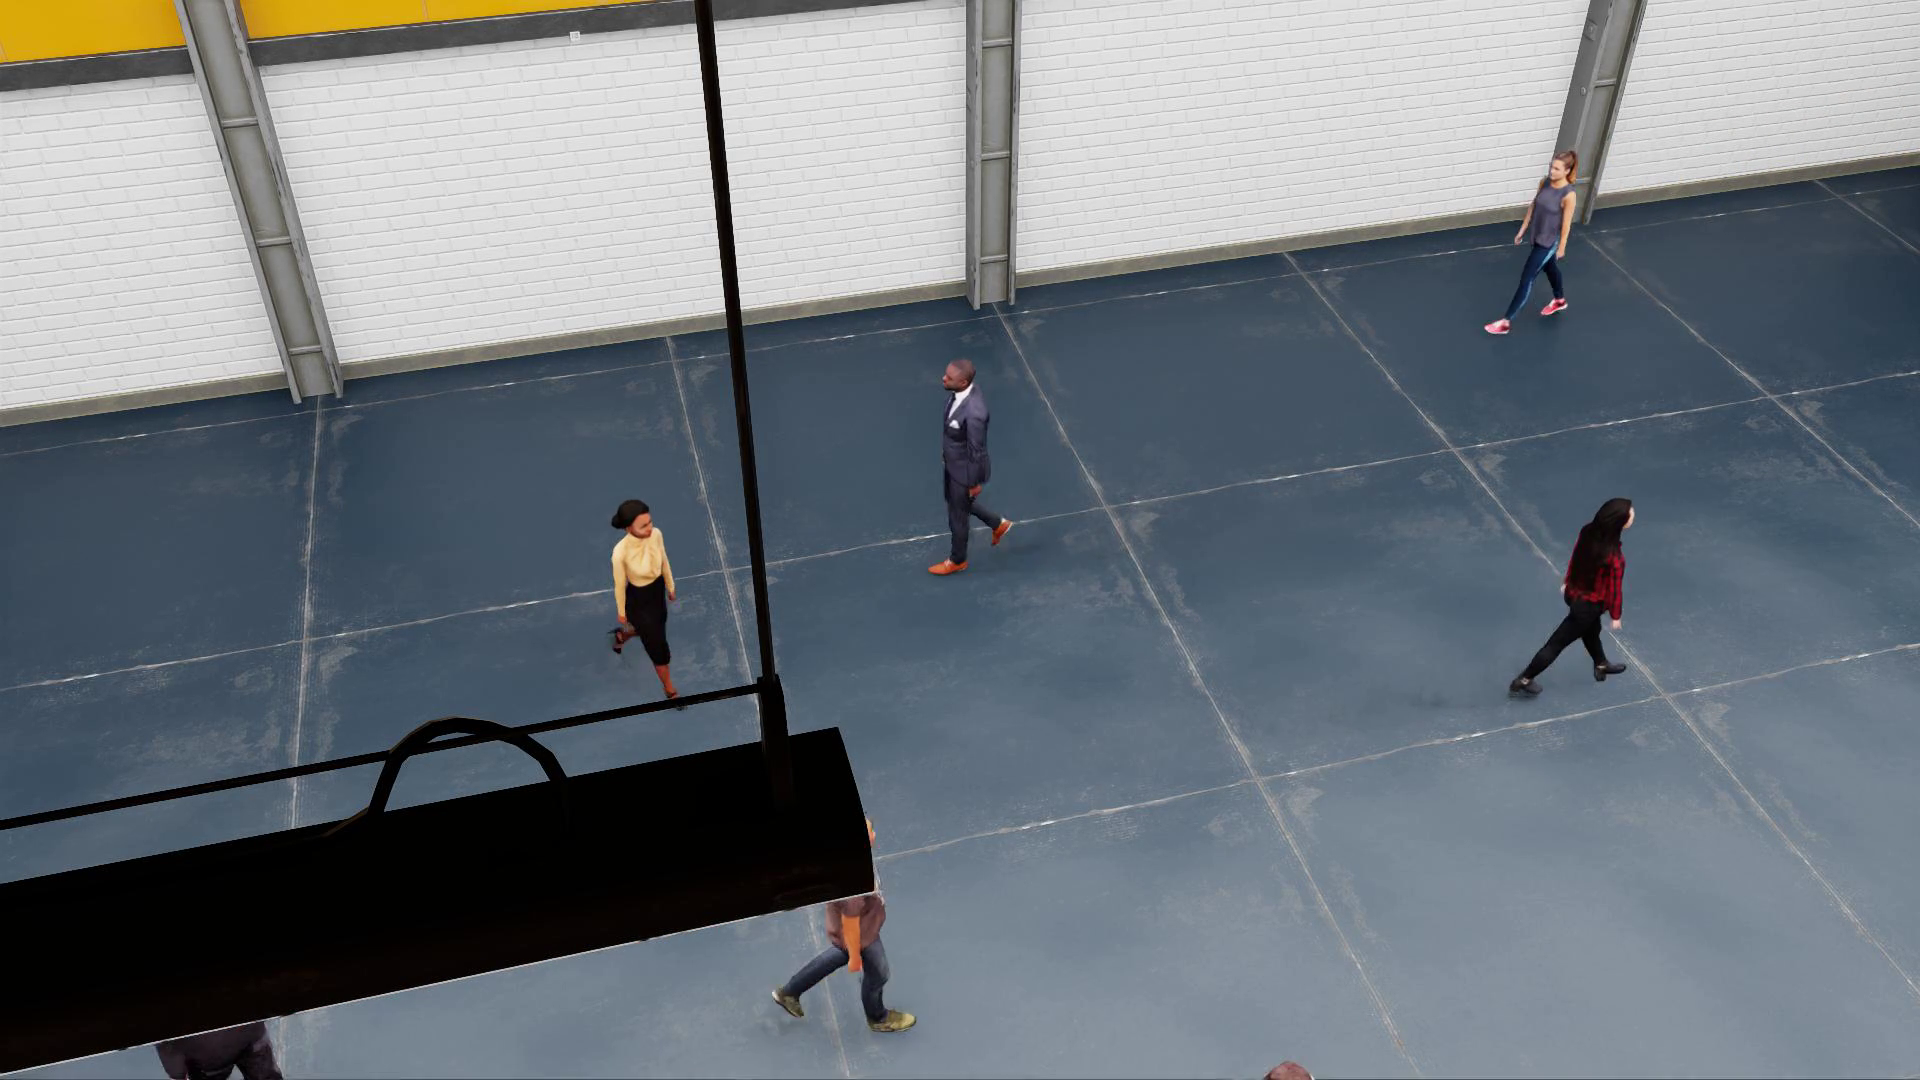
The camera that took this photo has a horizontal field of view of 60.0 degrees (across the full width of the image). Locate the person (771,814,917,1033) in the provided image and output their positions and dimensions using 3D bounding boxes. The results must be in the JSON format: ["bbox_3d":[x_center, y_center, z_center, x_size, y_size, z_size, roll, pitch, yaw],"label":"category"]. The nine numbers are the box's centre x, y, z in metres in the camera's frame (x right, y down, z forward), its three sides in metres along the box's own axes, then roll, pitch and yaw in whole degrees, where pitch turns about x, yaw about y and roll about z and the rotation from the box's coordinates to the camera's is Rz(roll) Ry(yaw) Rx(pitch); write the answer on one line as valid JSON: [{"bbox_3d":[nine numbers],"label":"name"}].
[{"bbox_3d":[-0.645,2.020,8.753,1.037,1.755,0.712,-4,39,-6],"label":"person"}]

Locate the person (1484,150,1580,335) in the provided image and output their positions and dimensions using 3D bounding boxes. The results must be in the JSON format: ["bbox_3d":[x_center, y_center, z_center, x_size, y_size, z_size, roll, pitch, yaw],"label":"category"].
[{"bbox_3d":[5.217,-2.633,14.646,1.197,1.673,0.627,-13,41,-16],"label":"person"}]

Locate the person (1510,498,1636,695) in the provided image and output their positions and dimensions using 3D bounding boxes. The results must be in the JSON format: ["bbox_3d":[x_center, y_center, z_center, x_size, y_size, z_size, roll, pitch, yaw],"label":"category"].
[{"bbox_3d":[3.990,0.435,10.851,1.063,1.614,0.651,-7,39,-8],"label":"person"}]

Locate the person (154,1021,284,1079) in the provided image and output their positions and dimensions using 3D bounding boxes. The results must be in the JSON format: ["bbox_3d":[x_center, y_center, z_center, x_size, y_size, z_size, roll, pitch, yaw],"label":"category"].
[{"bbox_3d":[-3.547,2.493,8.140,1.188,1.782,1.221,27,46,29],"label":"person"}]

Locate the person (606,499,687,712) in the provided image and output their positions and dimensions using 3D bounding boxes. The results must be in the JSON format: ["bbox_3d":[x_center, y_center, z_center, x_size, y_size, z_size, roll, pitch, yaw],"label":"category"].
[{"bbox_3d":[-2.116,0.384,10.905,1.015,1.626,1.007,24,44,27],"label":"person"}]

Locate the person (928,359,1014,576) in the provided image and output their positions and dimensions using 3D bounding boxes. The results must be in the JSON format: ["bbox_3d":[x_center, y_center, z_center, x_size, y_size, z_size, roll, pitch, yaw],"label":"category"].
[{"bbox_3d":[0.106,-0.537,11.915,0.899,1.805,0.719,-7,39,-9],"label":"person"}]
